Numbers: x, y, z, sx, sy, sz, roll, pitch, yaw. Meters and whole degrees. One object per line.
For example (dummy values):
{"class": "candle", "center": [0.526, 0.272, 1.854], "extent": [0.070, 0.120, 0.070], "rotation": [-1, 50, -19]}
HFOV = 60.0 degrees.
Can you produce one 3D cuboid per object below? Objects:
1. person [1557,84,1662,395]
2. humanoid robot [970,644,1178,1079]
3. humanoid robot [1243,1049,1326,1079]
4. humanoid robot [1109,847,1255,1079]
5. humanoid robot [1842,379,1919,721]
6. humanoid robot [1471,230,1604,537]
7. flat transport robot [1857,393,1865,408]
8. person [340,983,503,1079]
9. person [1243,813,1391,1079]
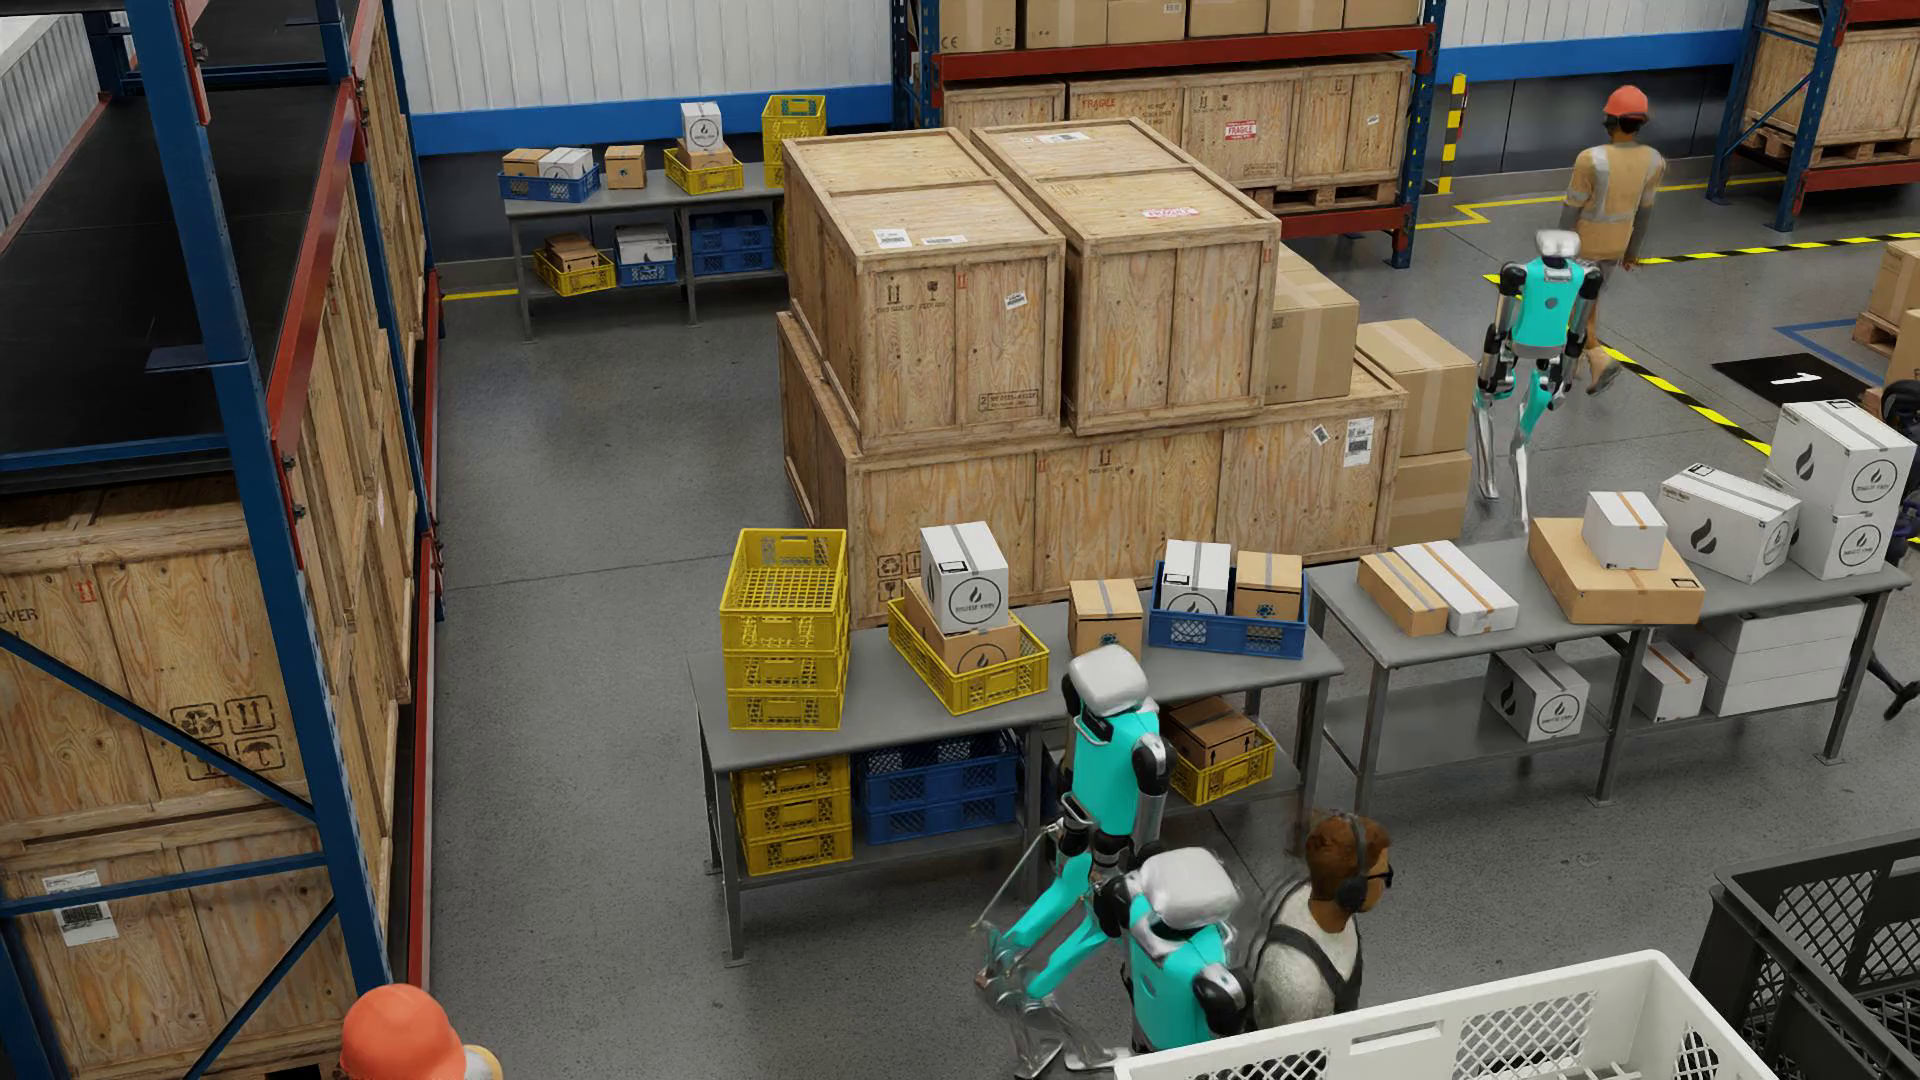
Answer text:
{"class": "person", "center": [4.166, -1.916, 10.782], "extent": [0.620, 2.019, 0.739], "rotation": [-10, 30, -17]}
{"class": "humanoid robot", "center": [0.293, 1.166, 5.442], "extent": [0.695, 1.762, 0.561], "rotation": [-14, 32, -24]}
{"class": "humanoid robot", "center": [0.757, 1.877, 4.249], "extent": [0.610, 1.658, 0.363], "rotation": [24, 37, 36]}
{"class": "humanoid robot", "center": [0.813, 1.548, 4.802], "extent": [0.896, 1.767, 0.563], "rotation": [-15, 32, -25]}
{"class": "humanoid robot", "center": [4.268, 0.033, 7.610], "extent": [0.606, 1.636, 0.590], "rotation": [22, 36, 35]}
{"class": "humanoid robot", "center": [3.133, -0.943, 9.334], "extent": [0.543, 1.791, 0.820], "rotation": [1, 29, 2]}
{"class": "flat transport robot", "center": [6.181, -0.562, 10.107], "extent": [0.652, 0.197, 1.431], "rotation": [-8, 30, -14]}
{"class": "person", "center": [-1.246, 1.829, 4.068], "extent": [0.374, 1.938, 0.545], "rotation": [17, 33, 28]}
{"class": "person", "center": [0.951, 1.522, 4.783], "extent": [0.897, 1.795, 0.522], "rotation": [11, 31, 19]}
